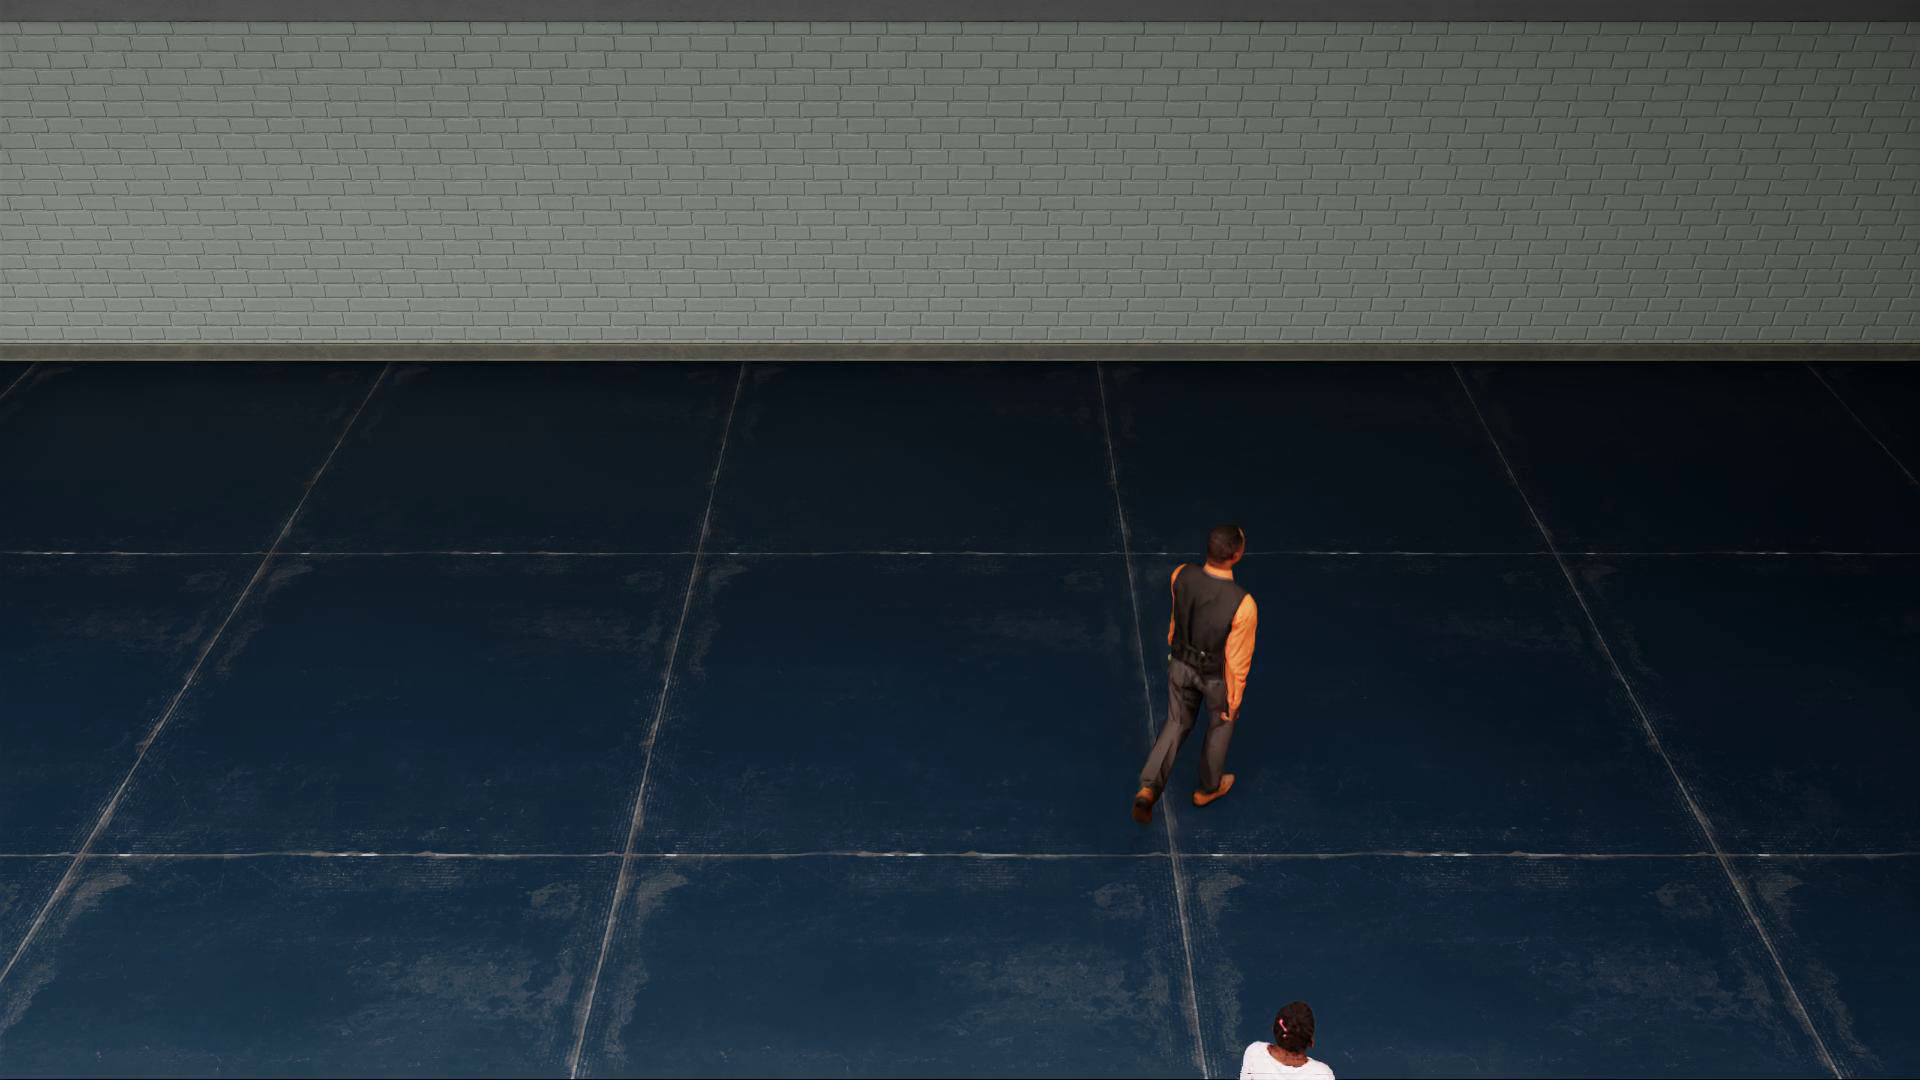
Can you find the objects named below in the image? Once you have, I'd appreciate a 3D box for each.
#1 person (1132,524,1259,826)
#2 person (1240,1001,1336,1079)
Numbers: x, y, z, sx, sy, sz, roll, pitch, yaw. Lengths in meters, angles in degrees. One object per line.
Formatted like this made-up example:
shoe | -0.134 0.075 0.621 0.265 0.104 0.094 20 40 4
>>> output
person | 1.247 0.763 8.871 1.075 1.888 1.174 25 40 33
person | 1.286 2.433 6.712 0.662 1.442 0.685 16 36 23
